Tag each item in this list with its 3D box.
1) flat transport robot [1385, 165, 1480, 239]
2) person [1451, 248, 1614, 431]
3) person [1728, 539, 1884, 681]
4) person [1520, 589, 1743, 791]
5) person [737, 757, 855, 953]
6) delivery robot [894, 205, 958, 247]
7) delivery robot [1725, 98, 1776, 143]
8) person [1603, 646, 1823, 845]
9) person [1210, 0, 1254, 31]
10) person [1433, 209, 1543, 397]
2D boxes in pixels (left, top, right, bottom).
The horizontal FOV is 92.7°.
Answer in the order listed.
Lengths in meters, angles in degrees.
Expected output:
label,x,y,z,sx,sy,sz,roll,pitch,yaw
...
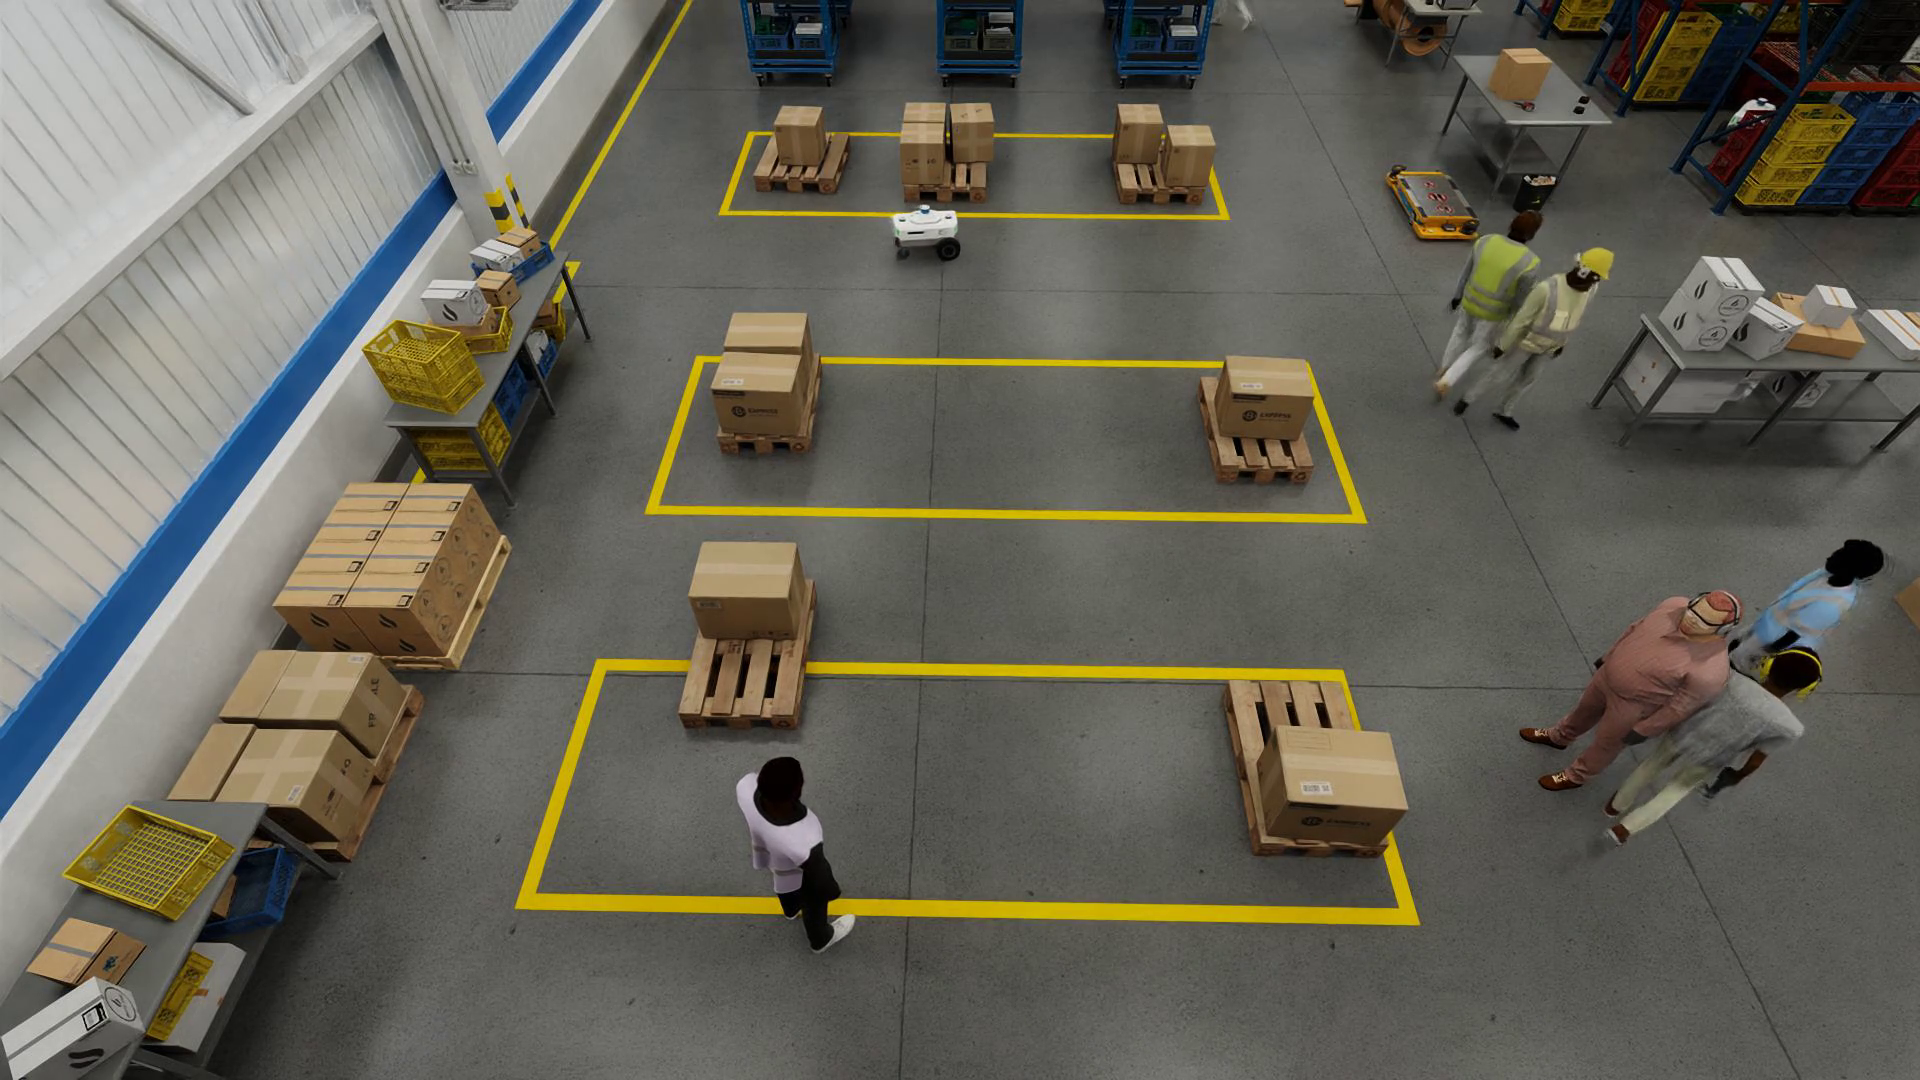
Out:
label,x,y,z,sx,sy,sz,roll,pitch,yaw
flat transport robot,5.692,-4.094,11.059,0.652,0.197,1.431,1,49,1
person,5.035,-1.764,8.063,0.685,1.796,0.486,-9,50,-8
person,5.439,0.617,6.048,0.477,1.679,0.550,31,56,24
person,4.109,0.923,5.639,0.409,1.912,0.648,3,49,3
person,-0.890,1.726,4.946,0.591,1.910,0.380,36,58,27
delivery robot,-0.389,-3.531,10.325,0.707,0.478,0.477,-5,49,-4
delivery robot,10.442,-5.567,12.088,0.707,0.478,0.477,-36,58,-27
person,4.327,1.236,5.419,0.483,1.845,0.527,-26,54,-21
person,4.359,-8.856,14.305,0.707,1.607,0.518,18,51,15
person,4.756,-2.123,8.332,0.634,1.823,0.644,-21,52,-17
